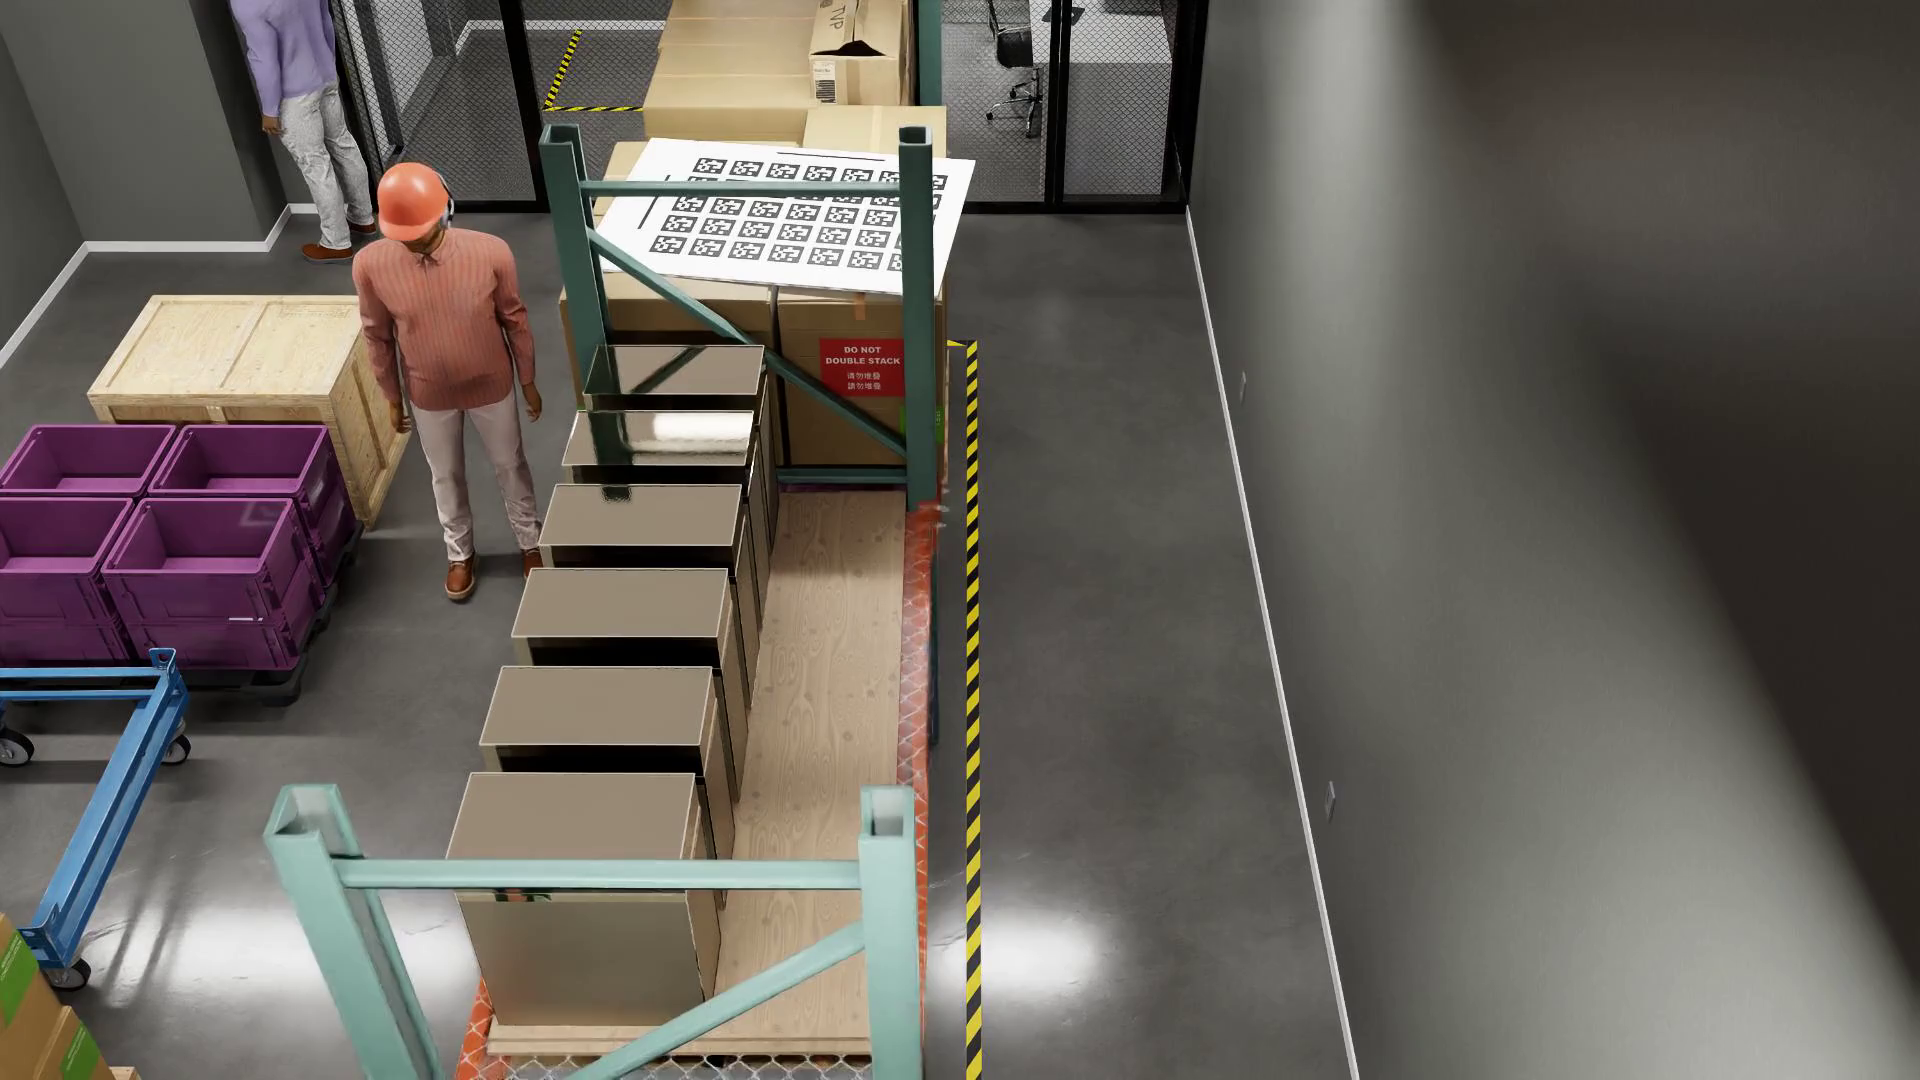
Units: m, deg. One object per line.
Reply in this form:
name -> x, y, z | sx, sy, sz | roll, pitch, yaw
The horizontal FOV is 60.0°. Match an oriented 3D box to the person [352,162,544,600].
person -> -1.961, -0.596, 6.533 | 0.616, 1.983, 0.404 | -8, 42, -9

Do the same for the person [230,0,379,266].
person -> -3.398, -2.339, 8.561 | 0.372, 1.940, 0.629 | 11, 42, 12
